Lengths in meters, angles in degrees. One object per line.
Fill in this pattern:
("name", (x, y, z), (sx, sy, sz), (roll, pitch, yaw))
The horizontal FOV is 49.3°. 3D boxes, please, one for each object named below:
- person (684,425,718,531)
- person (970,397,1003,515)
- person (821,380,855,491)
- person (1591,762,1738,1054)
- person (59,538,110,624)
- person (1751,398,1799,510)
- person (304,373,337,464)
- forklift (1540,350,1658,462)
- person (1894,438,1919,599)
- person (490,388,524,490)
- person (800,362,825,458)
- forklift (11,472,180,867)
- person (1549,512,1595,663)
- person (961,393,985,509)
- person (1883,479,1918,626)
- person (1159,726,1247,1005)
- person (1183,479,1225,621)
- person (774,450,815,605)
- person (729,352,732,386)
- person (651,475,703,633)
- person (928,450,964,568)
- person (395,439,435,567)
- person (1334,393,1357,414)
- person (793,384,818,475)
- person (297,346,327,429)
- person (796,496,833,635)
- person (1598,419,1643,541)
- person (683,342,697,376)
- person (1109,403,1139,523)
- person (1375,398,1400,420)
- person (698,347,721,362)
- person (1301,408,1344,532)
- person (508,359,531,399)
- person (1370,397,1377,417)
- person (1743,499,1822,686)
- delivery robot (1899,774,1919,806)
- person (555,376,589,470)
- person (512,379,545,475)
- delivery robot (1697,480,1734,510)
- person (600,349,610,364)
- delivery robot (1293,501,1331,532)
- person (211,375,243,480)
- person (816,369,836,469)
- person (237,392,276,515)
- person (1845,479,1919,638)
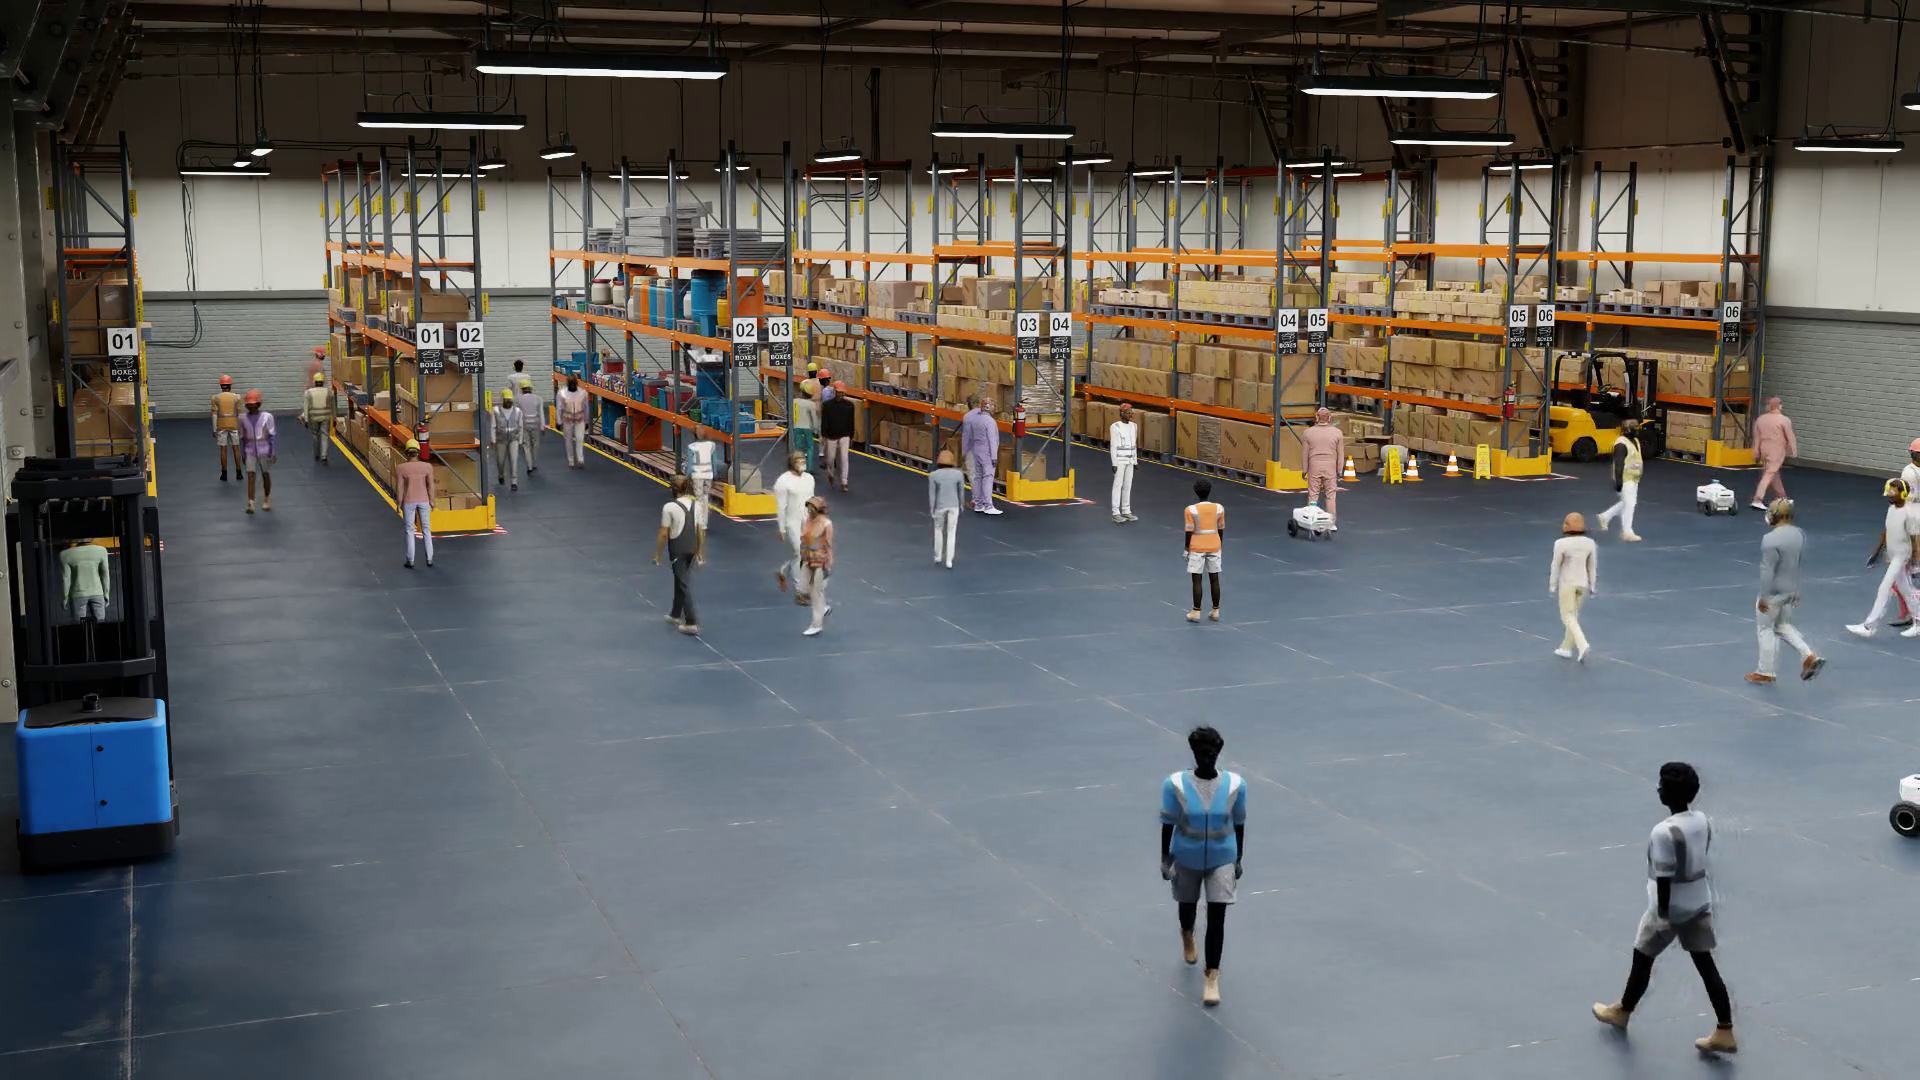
("person", (-4.032, -0.962, 32.281), (0.538, 1.619, 0.563), (-7, 11, -39))
("person", (0.442, -1.373, 34.129), (0.404, 1.903, 0.636), (-5, 10, -30))
("person", (-2.181, -1.884, 37.324), (0.620, 1.967, 0.824), (-1, 9, -8))
("person", (4.087, 2.078, 11.954), (0.543, 1.651, 0.890), (-7, 11, -38))
("person", (-9.117, 0.604, 21.830), (0.498, 1.634, 0.280), (-7, 11, -39))
("person", (13.483, -1.427, 34.681), (1.049, 1.847, 0.643), (-4, 9, -24))
("person", (-12.659, -2.415, 41.442), (0.617, 1.780, 0.949), (-3, 9, -18))
("forklift", (12.897, -2.725, 42.309), (2.313, 2.155, 1.214), (-3, 9, -21))
("person", (12.021, -0.279, 26.374), (0.394, 2.040, 0.609), (6, 10, 34))
("person", (-8.087, -1.814, 37.365), (0.599, 1.810, 0.712), (-2, 9, -16))
("person", (-2.965, -2.632, 42.424), (0.586, 1.930, 0.360), (-3, 9, -22))
("forklift", (-6.630, 0.886, 15.957), (1.129, 2.768, 1.873), (-3, 9, -21))
("person", (6.634, 0.509, 22.547), (0.513, 1.615, 0.713), (-3, 9, -18))
("person", (0.270, -1.482, 34.812), (0.406, 1.920, 0.636), (7, 11, 40))
("person", (11.001, 0.147, 24.525), (0.437, 1.726, 0.555), (1, 9, 10))
("person", (1.489, 1.930, 12.891), (0.538, 1.669, 0.773), (1, 9, 4))
("person", (2.894, 0.117, 24.869), (0.530, 1.696, 0.321), (-3, 9, -19))
("person", (-2.064, -0.181, 26.106), (0.762, 1.920, 0.647), (7, 11, 40))
("person", (-5.007, -3.101, 45.429), (0.367, 1.966, 0.606), (0, 9, 1))
("person", (-3.298, 0.151, 24.266), (0.853, 1.813, 0.534), (7, 11, 40))
("person", (-0.199, -0.444, 28.930), (0.503, 1.599, 0.799), (-1, 9, -5))
("person", (-7.502, -0.510, 28.826), (0.532, 1.765, 0.328), (-4, 9, -26))
("person", (8.774, -3.423, 47.779), (0.621, 1.916, 0.904), (-4, 9, -26))
("person", (-2.940, -2.063, 39.367), (0.558, 1.723, 0.318), (3, 9, 20))
("person", (-14.717, -3.451, 47.821), (0.736, 1.959, 0.627), (-5, 10, -30))
("person", (-1.641, 0.284, 23.981), (0.568, 1.612, 0.417), (8, 12, 44))
("person", (9.915, -0.918, 31.362), (0.653, 1.823, 0.637), (6, 10, 35))
("person", (-6.761, -4.171, 52.905), (0.998, 1.873, 0.607), (3, 9, 19))
("person", (2.614, -1.229, 33.233), (0.575, 1.882, 0.355), (-8, 12, -44))
("person", (9.378, -3.113, 45.929), (0.629, 1.843, 0.429), (-3, 9, -18))
("person", (-6.068, -3.867, 50.668), (0.569, 1.924, 0.496), (-2, 9, -14))
("person", (5.564, -1.077, 32.134), (0.651, 1.907, 0.409), (1, 9, 9))
("person", (-9.453, -2.960, 44.933), (0.523, 1.838, 0.931), (-4, 9, -24))
("person", (9.730, -3.435, 48.506), (0.393, 1.701, 0.528), (-6, 11, -36))
("person", (8.399, 0.542, 21.319), (0.634, 1.924, 0.636), (-8, 11, -41))
("delivery robot", (7.609, 1.982, 16.056), (0.477, 0.478, 0.707), (-7, 11, -41))
("person", (-7.487, -2.270, 40.478), (0.651, 1.788, 0.974), (-2, 9, -15))
("person", (-8.185, -2.143, 39.618), (0.609, 1.784, 0.905), (-3, 9, -20))
("delivery robot", (12.338, -0.739, 34.197), (0.477, 0.478, 0.707), (-1, 8, -6))
("person", (-8.788, -3.931, 52.045), (0.308, 1.639, 0.523), (1, 9, 8))
("delivery robot", (5.298, -0.336, 31.509), (0.477, 0.478, 0.707), (-2, 9, -16))
("person", (-13.552, -2.084, 38.752), (0.550, 1.933, 0.371), (-4, 9, -22))
("person", (-2.593, -2.357, 40.615), (0.384, 1.930, 0.540), (2, 9, 12))
("person", (-11.499, -1.436, 34.272), (0.632, 1.995, 1.041), (-1, 9, -8))
("person", (10.631, 0.211, 23.856), (0.990, 1.818, 0.517), (0, 9, 2))
